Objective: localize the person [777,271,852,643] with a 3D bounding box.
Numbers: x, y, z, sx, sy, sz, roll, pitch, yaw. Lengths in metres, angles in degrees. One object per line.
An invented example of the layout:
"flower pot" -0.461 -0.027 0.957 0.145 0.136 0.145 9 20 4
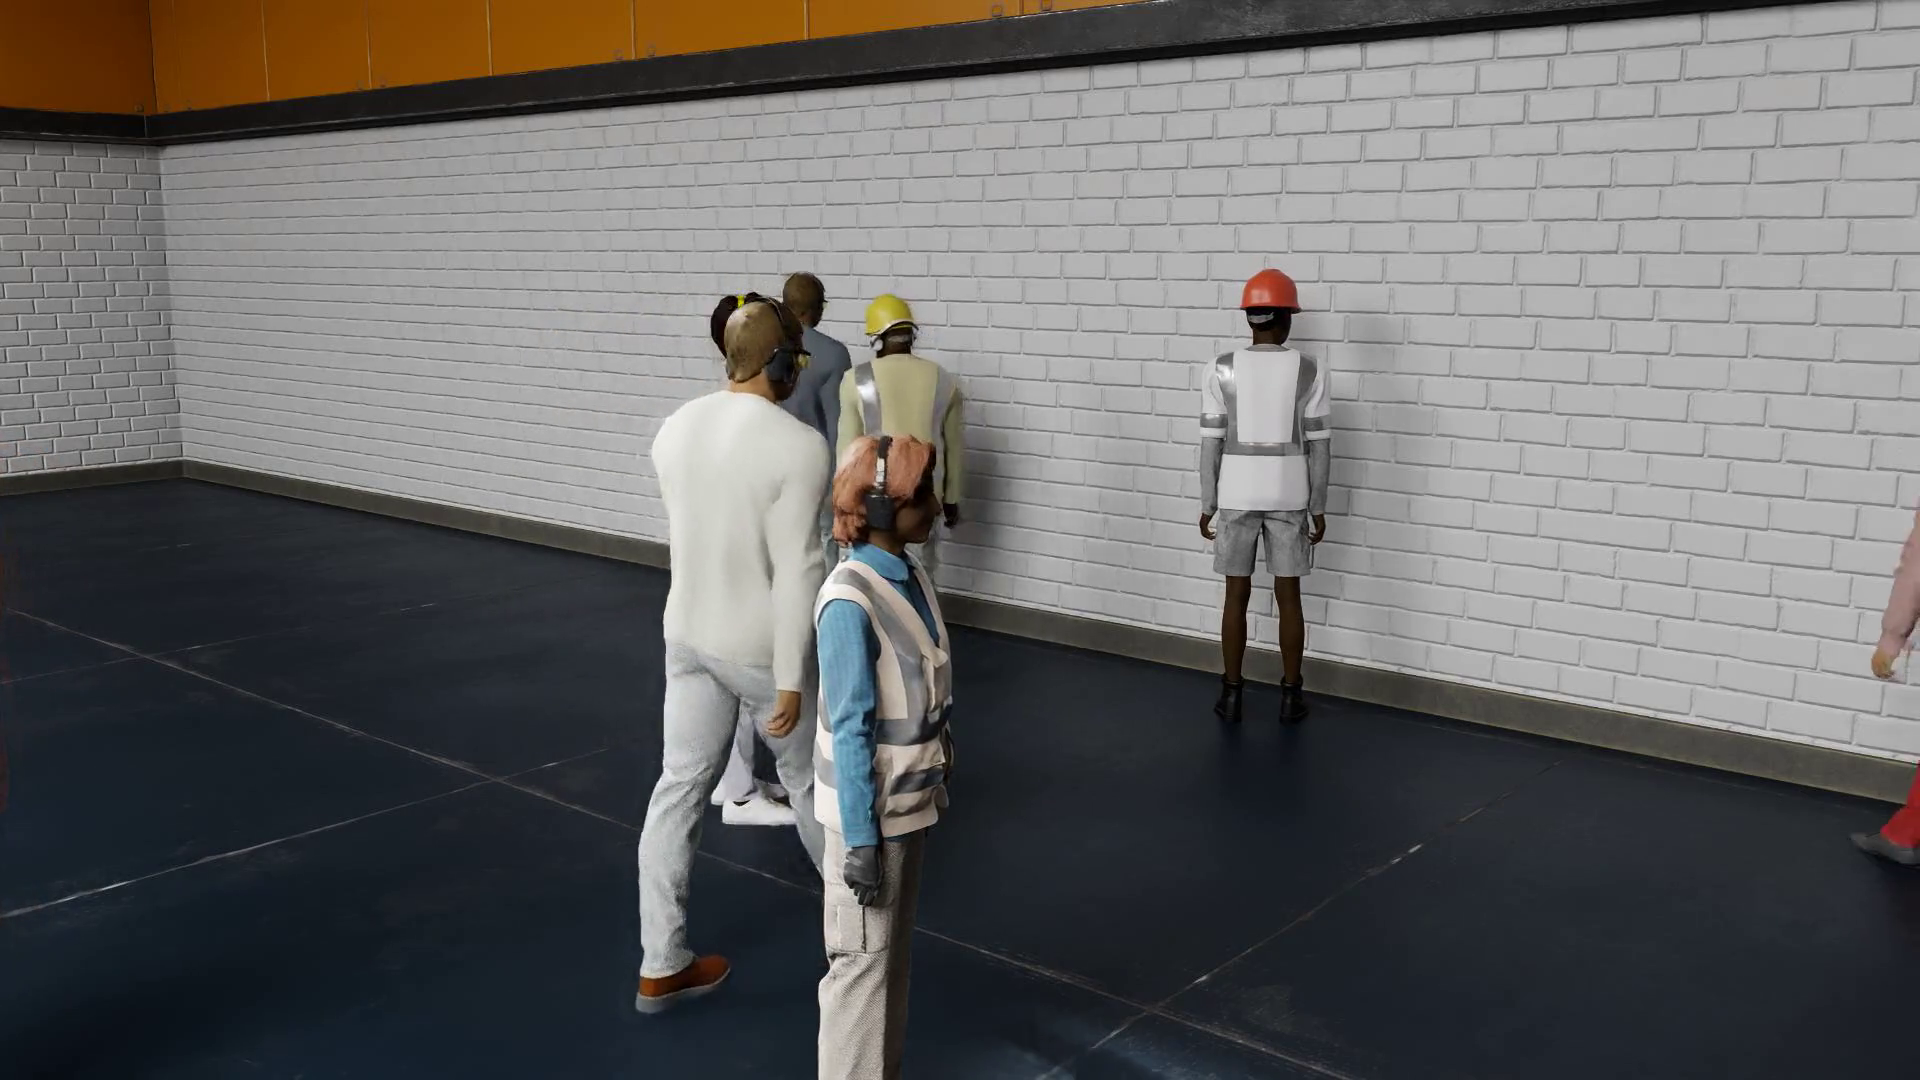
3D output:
"person" -0.828 -0.380 8.312 0.638 1.915 0.776 4 11 22

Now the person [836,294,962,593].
"person" -0.290 -0.223 7.703 0.628 1.808 0.465 -4 11 -20

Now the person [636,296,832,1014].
"person" -0.549 0.283 4.600 0.643 1.882 1.000 7 12 33

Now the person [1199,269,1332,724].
"person" 1.293 -0.179 7.101 0.549 1.932 0.373 2 10 9

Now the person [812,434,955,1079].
"person" -0.166 0.590 3.567 0.306 1.637 0.524 2 10 11

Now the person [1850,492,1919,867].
"person" 3.108 0.294 5.065 0.535 1.720 0.935 -3 10 -18

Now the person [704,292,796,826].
"person" -0.745 0.070 5.872 0.325 1.871 0.521 -3 10 -15
